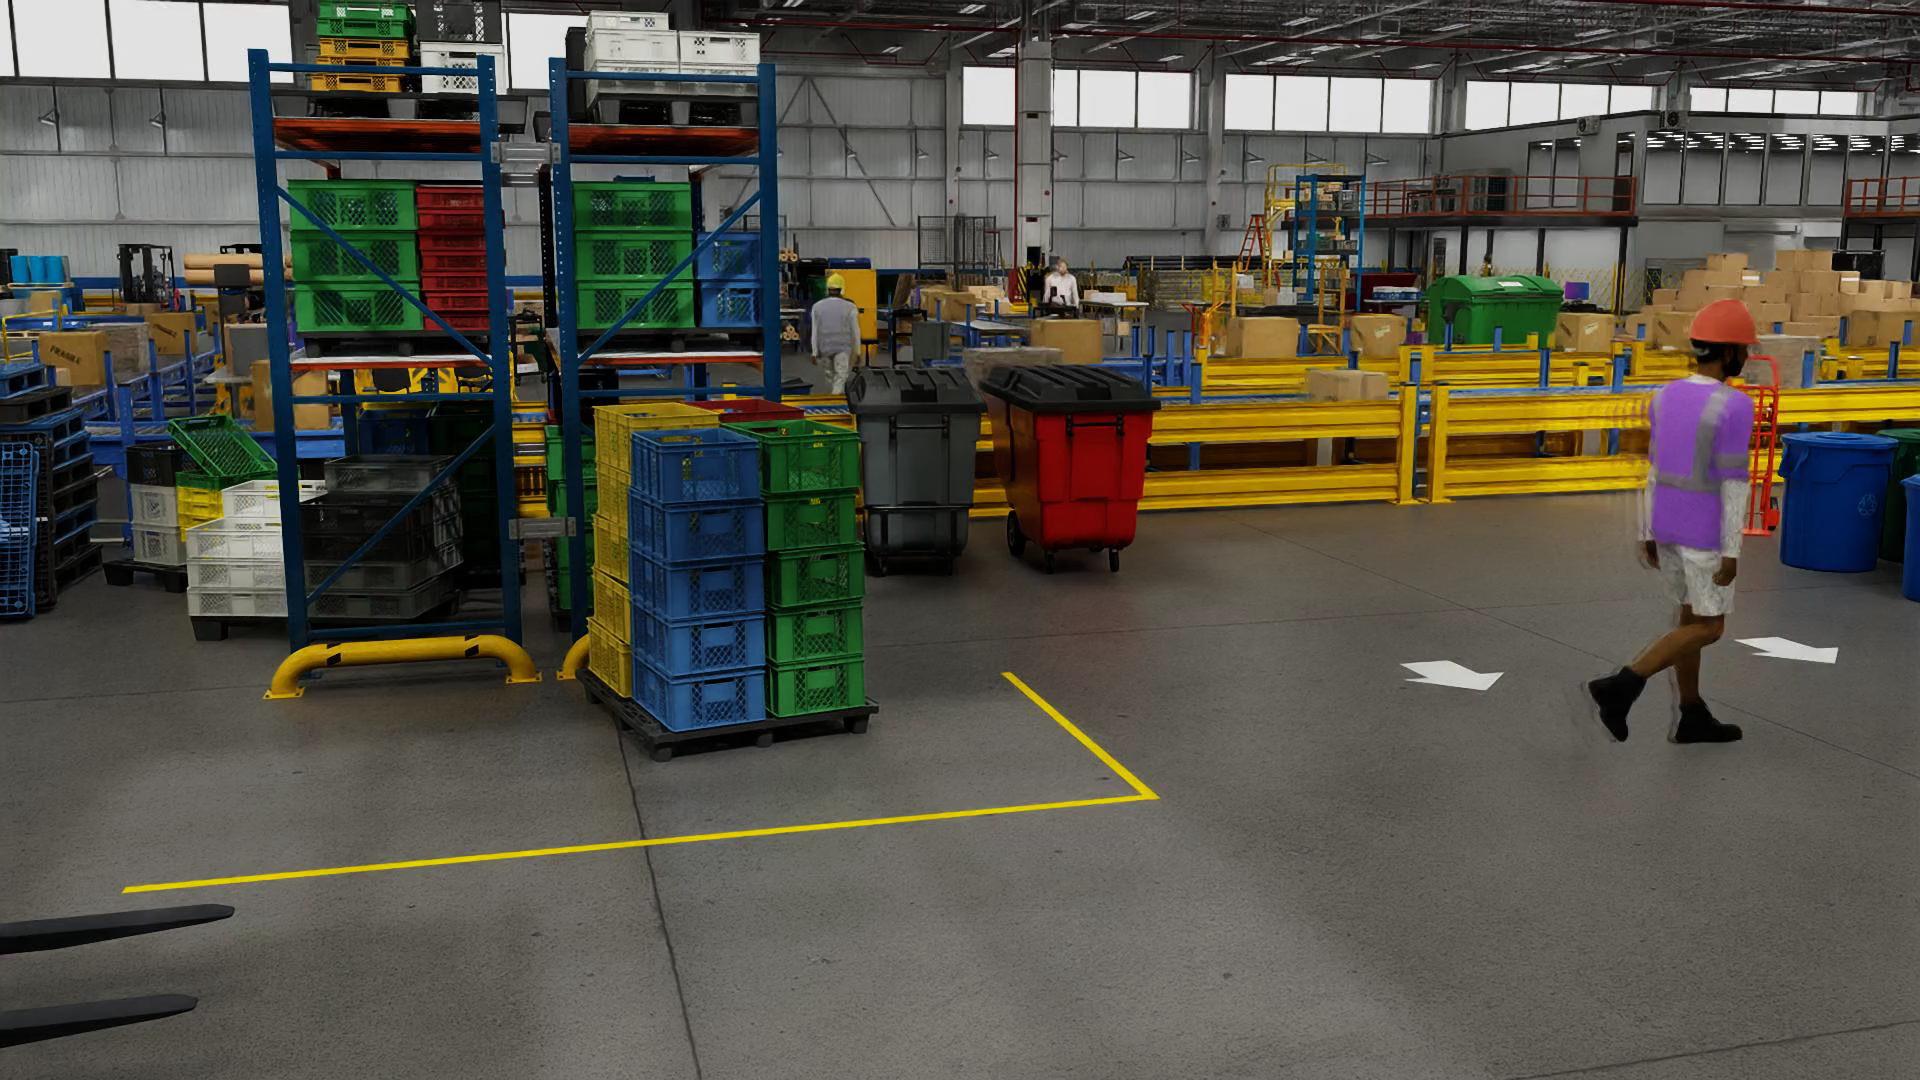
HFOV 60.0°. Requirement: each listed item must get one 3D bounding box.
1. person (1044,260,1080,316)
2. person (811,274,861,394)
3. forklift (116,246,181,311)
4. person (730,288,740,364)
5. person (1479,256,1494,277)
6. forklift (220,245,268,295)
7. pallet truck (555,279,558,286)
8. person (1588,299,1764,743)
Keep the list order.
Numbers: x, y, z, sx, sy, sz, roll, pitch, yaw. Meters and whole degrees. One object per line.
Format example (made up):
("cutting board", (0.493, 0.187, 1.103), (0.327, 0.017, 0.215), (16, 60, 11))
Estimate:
("person", (2.033, -4.638, 33.153), (0.679, 1.847, 1.045), (-2, 10, -9))
("person", (-1.514, -2.316, 20.134), (0.602, 1.806, 0.839), (2, 10, 14))
("forklift", (-19.966, -6.232, 40.894), (1.157, 1.987, 2.680), (-3, 10, -15))
("person", (-3.819, -4.131, 29.878), (0.625, 2.001, 1.043), (-5, 11, -28))
("person", (16.542, -8.034, 52.443), (0.539, 1.817, 0.712), (-1, 10, -7))
("forklift", (-17.749, -6.334, 41.440), (1.157, 1.987, 2.680), (-3, 10, -17))
("pallet truck", (-10.604, -6.375, 44.520), (0.653, 1.274, 1.630), (-3, 10, -15))
("person", (3.007, -0.043, 6.950), (0.727, 1.918, 0.548), (-3, 10, -14))
